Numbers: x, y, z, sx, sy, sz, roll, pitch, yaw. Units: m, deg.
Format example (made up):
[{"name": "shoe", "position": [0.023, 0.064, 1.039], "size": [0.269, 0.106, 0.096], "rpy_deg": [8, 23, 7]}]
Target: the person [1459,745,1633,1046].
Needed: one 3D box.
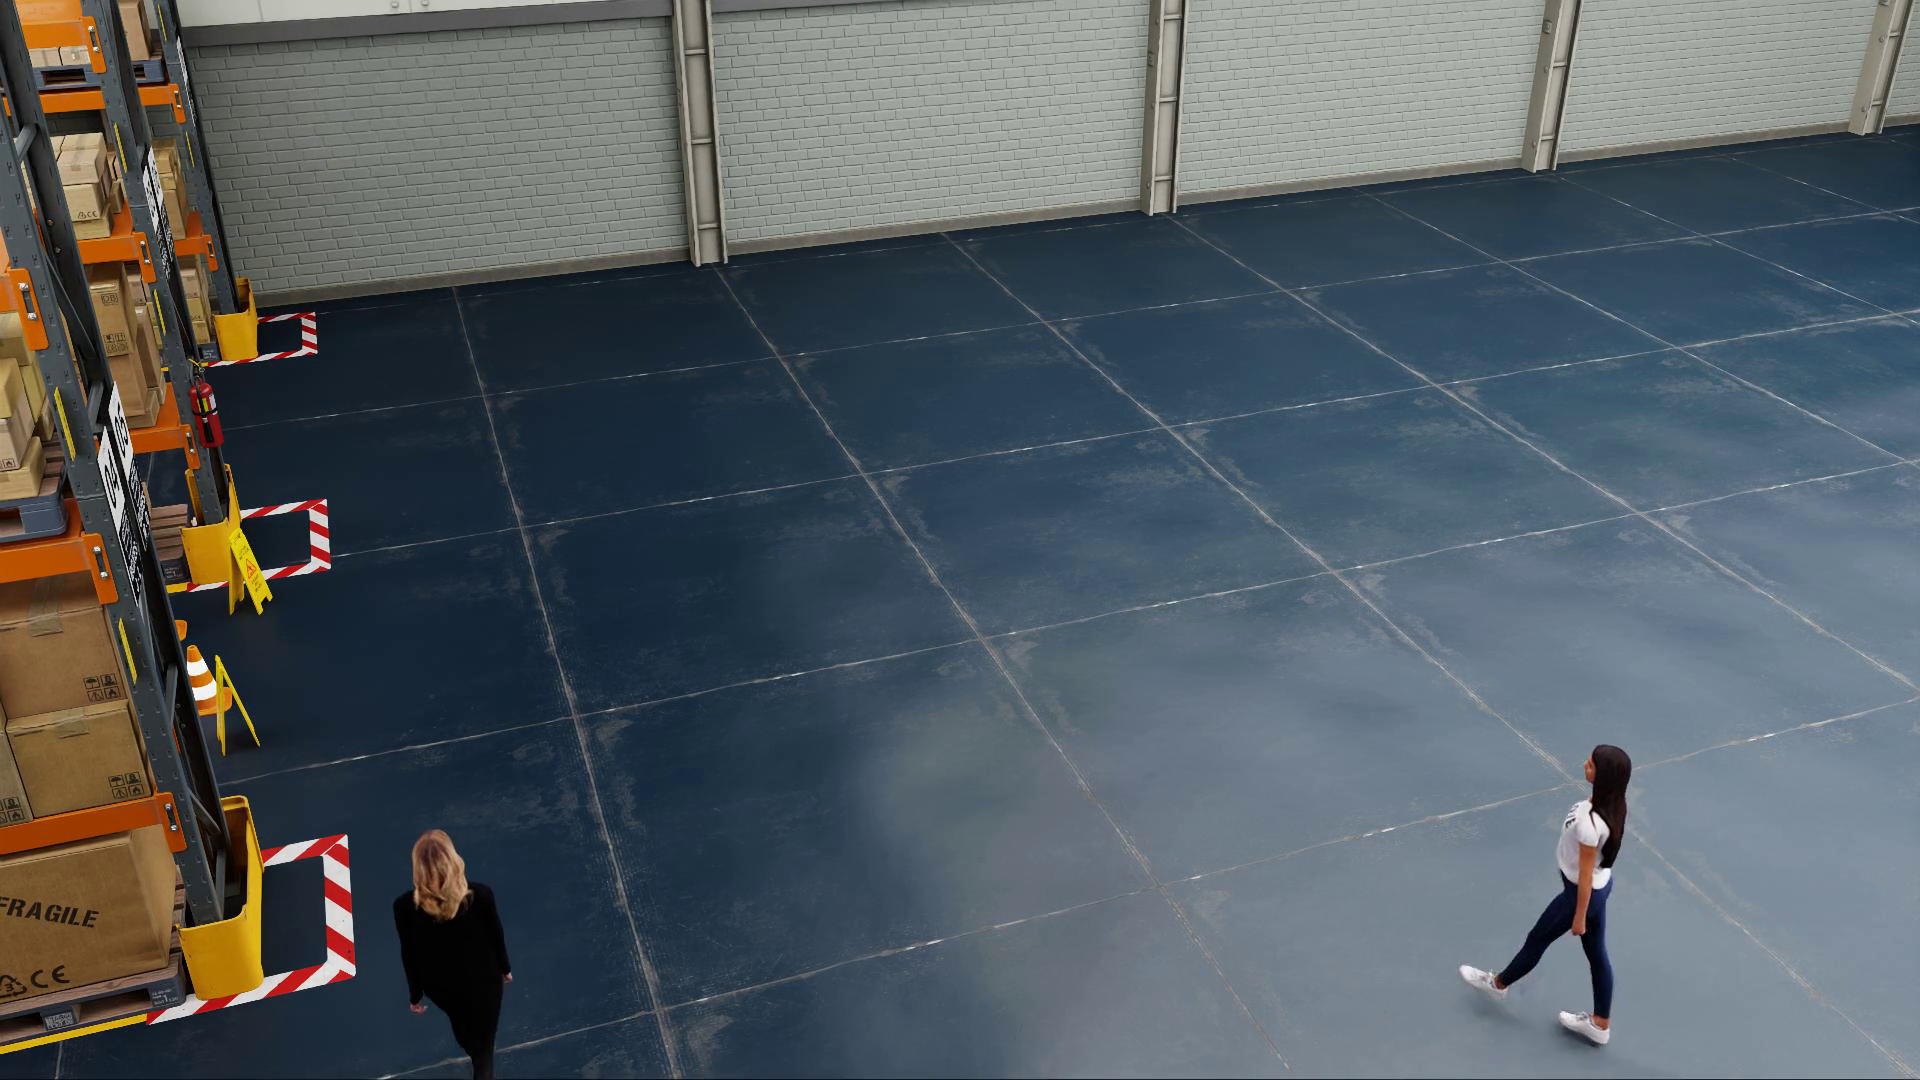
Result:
[{"name": "person", "position": [3.262, 1.845, 8.447], "size": [1.023, 1.736, 1.059], "rpy_deg": [19, 33, 31]}]

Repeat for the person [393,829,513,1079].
[{"name": "person", "position": [-2.340, 2.182, 7.797], "size": [1.204, 1.754, 0.864], "rpy_deg": [-4, 28, -8]}]
